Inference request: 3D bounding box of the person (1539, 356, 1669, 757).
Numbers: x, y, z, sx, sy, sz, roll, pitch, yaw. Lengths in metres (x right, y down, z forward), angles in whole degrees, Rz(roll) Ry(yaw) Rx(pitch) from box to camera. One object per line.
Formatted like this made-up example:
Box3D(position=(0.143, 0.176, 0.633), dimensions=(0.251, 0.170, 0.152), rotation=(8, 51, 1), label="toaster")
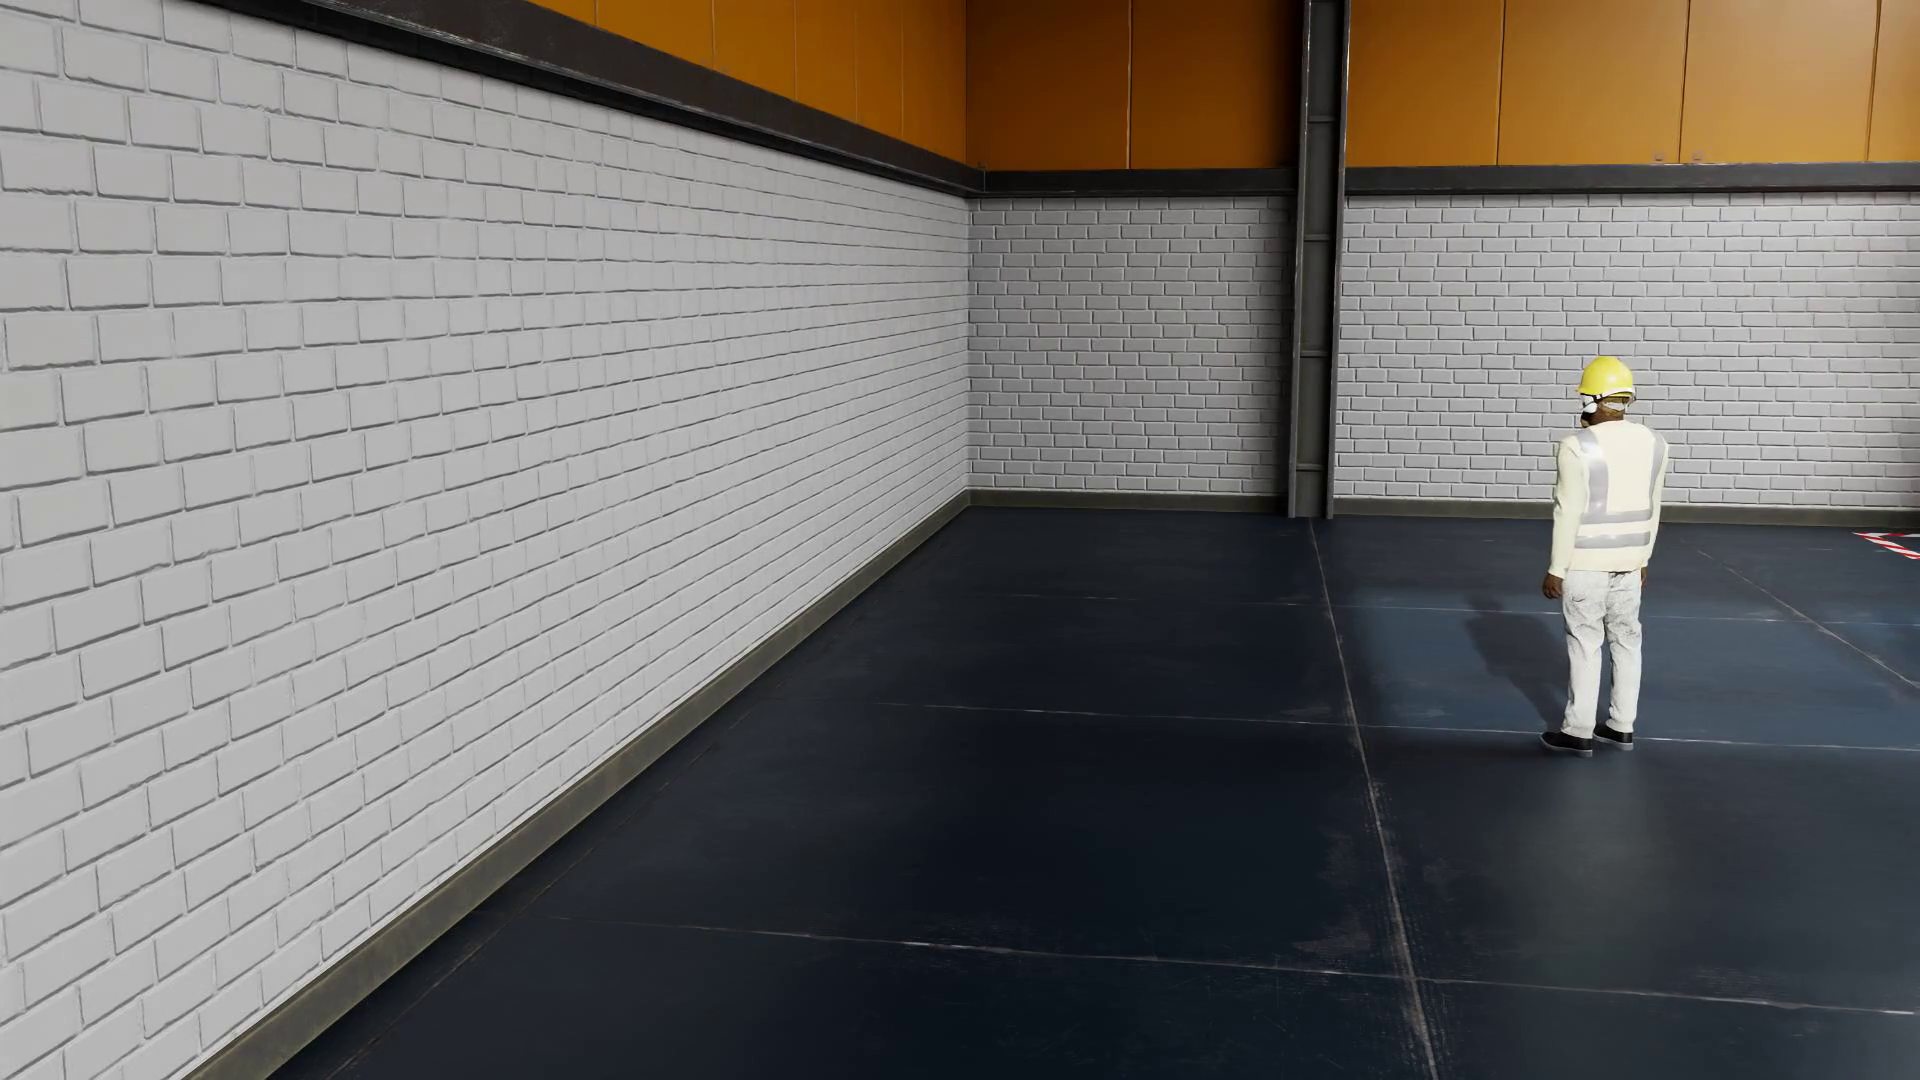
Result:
Box3D(position=(2.927, 0.080, 7.630), dimensions=(0.587, 1.835, 0.404), rotation=(-4, 10, -21), label="person")
